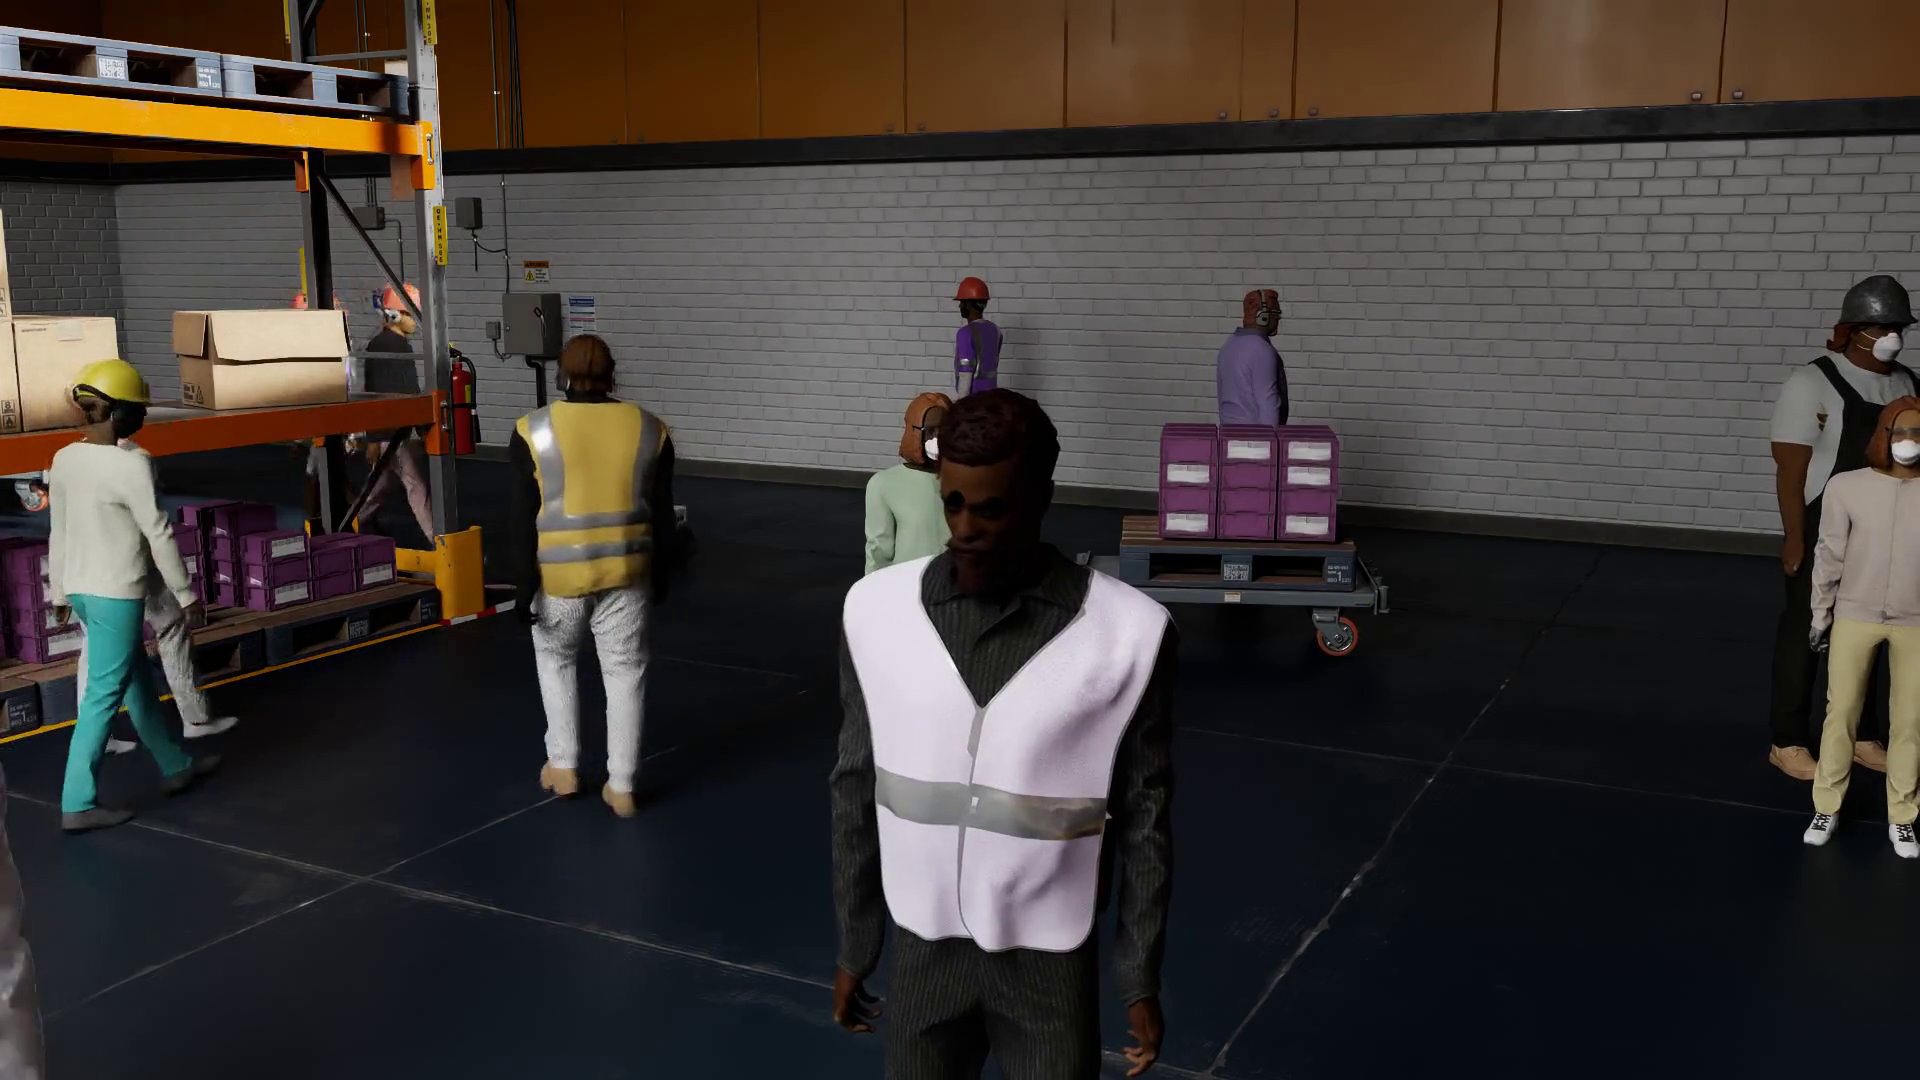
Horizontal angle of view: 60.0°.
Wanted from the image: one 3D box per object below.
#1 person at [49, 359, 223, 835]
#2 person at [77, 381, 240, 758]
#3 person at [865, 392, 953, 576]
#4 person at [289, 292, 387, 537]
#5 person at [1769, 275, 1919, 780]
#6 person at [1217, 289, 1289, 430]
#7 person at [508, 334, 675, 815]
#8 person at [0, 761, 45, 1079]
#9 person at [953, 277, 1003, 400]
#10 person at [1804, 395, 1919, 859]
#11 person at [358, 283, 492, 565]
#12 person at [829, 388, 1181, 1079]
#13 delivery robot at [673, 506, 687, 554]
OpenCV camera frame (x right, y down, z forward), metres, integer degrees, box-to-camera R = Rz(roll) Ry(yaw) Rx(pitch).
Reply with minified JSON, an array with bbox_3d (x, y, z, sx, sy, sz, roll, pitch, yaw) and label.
[{"bbox_3d":[-3.109,0.195,6.245,0.536,1.731,0.766,6,12,33],"label":"person"},{"bbox_3d":[-3.483,0.109,7.105,0.517,1.607,0.748,5,11,29],"label":"person"},{"bbox_3d":[-0.099,0.278,6.044,0.501,1.633,0.279,-4,10,-20],"label":"person"},{"bbox_3d":[-4.317,-0.753,11.368,0.949,1.885,0.540,-1,10,-5],"label":"person"},{"bbox_3d":[3.651,-0.044,6.729,0.676,2.000,0.536,-2,10,-14],"label":"person"},{"bbox_3d":[1.830,-0.592,10.293,0.402,1.906,0.652,-3,10,-15],"label":"person"},{"bbox_3d":[-1.434,0.119,6.426,0.649,1.817,0.703,-4,11,-24],"label":"person"},{"bbox_3d":[-1.452,0.846,2.070,0.412,1.867,0.597,7,12,37],"label":"person"},{"bbox_3d":[0.105,-1.065,12.941,0.354,1.939,0.544,5,11,28],"label":"person"},{"bbox_3d":[3.280,0.304,5.886,0.500,1.636,0.279,5,11,27],"label":"person"},{"bbox_3d":[-3.677,-0.706,10.897,1.073,1.925,0.624,-1,10,-4],"label":"person"},{"bbox_3d":[0.067,0.691,2.852,0.587,1.913,0.397,2,10,14],"label":"person"},{"bbox_3d":[-2.219,-0.124,11.221,0.707,0.478,0.477,3,10,15],"label":"delivery robot"}]
